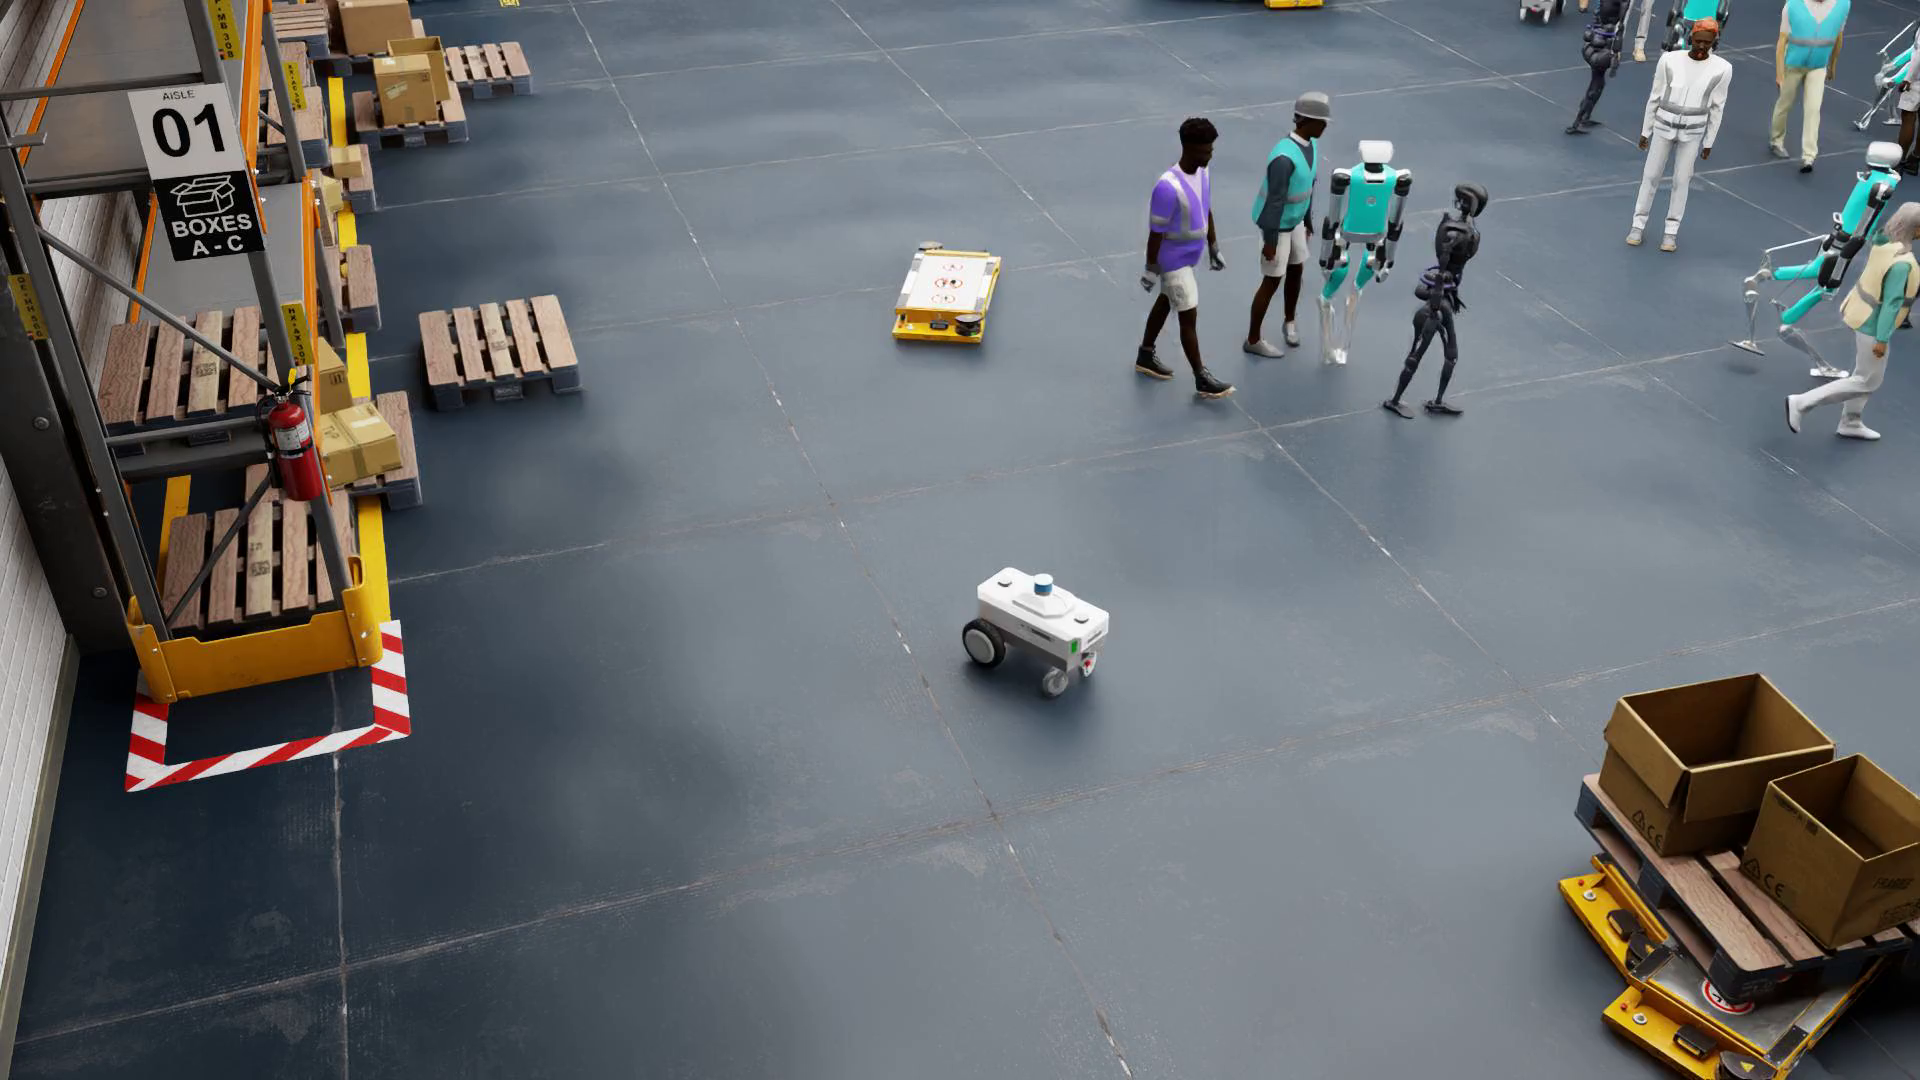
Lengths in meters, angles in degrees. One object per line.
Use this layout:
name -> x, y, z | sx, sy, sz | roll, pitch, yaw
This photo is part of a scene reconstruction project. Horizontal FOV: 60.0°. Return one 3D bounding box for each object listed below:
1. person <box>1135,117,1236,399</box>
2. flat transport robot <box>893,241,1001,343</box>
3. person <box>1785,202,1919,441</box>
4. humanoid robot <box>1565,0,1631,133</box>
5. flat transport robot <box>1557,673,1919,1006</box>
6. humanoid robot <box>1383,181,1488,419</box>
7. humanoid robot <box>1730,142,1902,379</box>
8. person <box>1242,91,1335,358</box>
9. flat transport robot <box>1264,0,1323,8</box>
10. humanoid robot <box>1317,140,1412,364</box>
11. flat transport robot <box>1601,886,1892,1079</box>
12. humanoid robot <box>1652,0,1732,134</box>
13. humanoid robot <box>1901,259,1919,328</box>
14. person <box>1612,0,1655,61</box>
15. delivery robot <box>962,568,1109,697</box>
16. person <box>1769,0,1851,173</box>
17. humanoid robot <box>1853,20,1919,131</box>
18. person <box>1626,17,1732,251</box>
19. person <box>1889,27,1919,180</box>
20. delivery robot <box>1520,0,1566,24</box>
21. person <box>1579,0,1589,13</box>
person -> 1.602, -1.900, 11.250 | 0.916, 1.922, 0.613 | 17, 37, 24
flat transport robot -> -0.085, -1.910, 12.789 | 0.659, 0.231, 1.431 | 4, 33, 6
person -> 5.791, -1.373, 10.653 | 0.595, 1.688, 0.500 | 9, 34, 14
humanoid robot -> 6.089, -4.673, 15.742 | 0.421, 1.640, 0.609 | -3, 33, -4
flat transport robot -> 3.481, 1.601, 7.403 | 1.431, 0.231, 0.659 | -8, 34, -12
humanoid robot -> 3.193, -1.573, 10.993 | 0.587, 1.632, 0.609 | 17, 37, 24
humanoid robot -> 5.821, -1.918, 11.505 | 1.007, 1.759, 0.535 | 11, 35, 17
person -> 2.296, -2.245, 11.799 | 0.493, 1.919, 0.603 | 22, 39, 30
flat transport robot -> 3.880, -6.761, 20.228 | 0.659, 0.231, 1.431 | -4, 33, -6
humanoid robot -> 2.741, -1.996, 11.593 | 0.530, 1.792, 0.758 | 1, 33, 2
flat transport robot -> 3.417, 1.820, 7.067 | 1.431, 0.231, 0.659 | -25, 41, -33
humanoid robot -> 6.889, -4.742, 15.765 | 0.535, 1.757, 0.711 | 3, 33, 5
humanoid robot -> 7.293, -2.260, 12.081 | 0.733, 1.644, 0.610 | 0, 33, -1
person -> 7.297, -6.050, 17.673 | 0.462, 1.873, 0.342 | 7, 34, 10
delivery robot -> 0.405, 0.452, 8.913 | 0.776, 0.604, 0.525 | 25, 41, 33
person -> 7.615, -4.220, 14.945 | 0.621, 1.781, 0.935 | 5, 33, 8
humanoid robot -> 9.031, -4.718, 15.809 | 0.916, 1.838, 0.572 | -1, 33, -1
person -> 5.790, -3.268, 13.399 | 0.573, 1.880, 0.361 | 15, 36, 22
person -> 8.535, -4.163, 14.718 | 0.550, 1.934, 0.372 | -16, 37, -24
delivery robot -> 6.773, -6.350, 19.351 | 0.499, 0.610, 0.814 | 15, 36, 21
person -> 7.520, -6.944, 19.229 | 0.468, 1.668, 0.390 | 19, 37, 26
